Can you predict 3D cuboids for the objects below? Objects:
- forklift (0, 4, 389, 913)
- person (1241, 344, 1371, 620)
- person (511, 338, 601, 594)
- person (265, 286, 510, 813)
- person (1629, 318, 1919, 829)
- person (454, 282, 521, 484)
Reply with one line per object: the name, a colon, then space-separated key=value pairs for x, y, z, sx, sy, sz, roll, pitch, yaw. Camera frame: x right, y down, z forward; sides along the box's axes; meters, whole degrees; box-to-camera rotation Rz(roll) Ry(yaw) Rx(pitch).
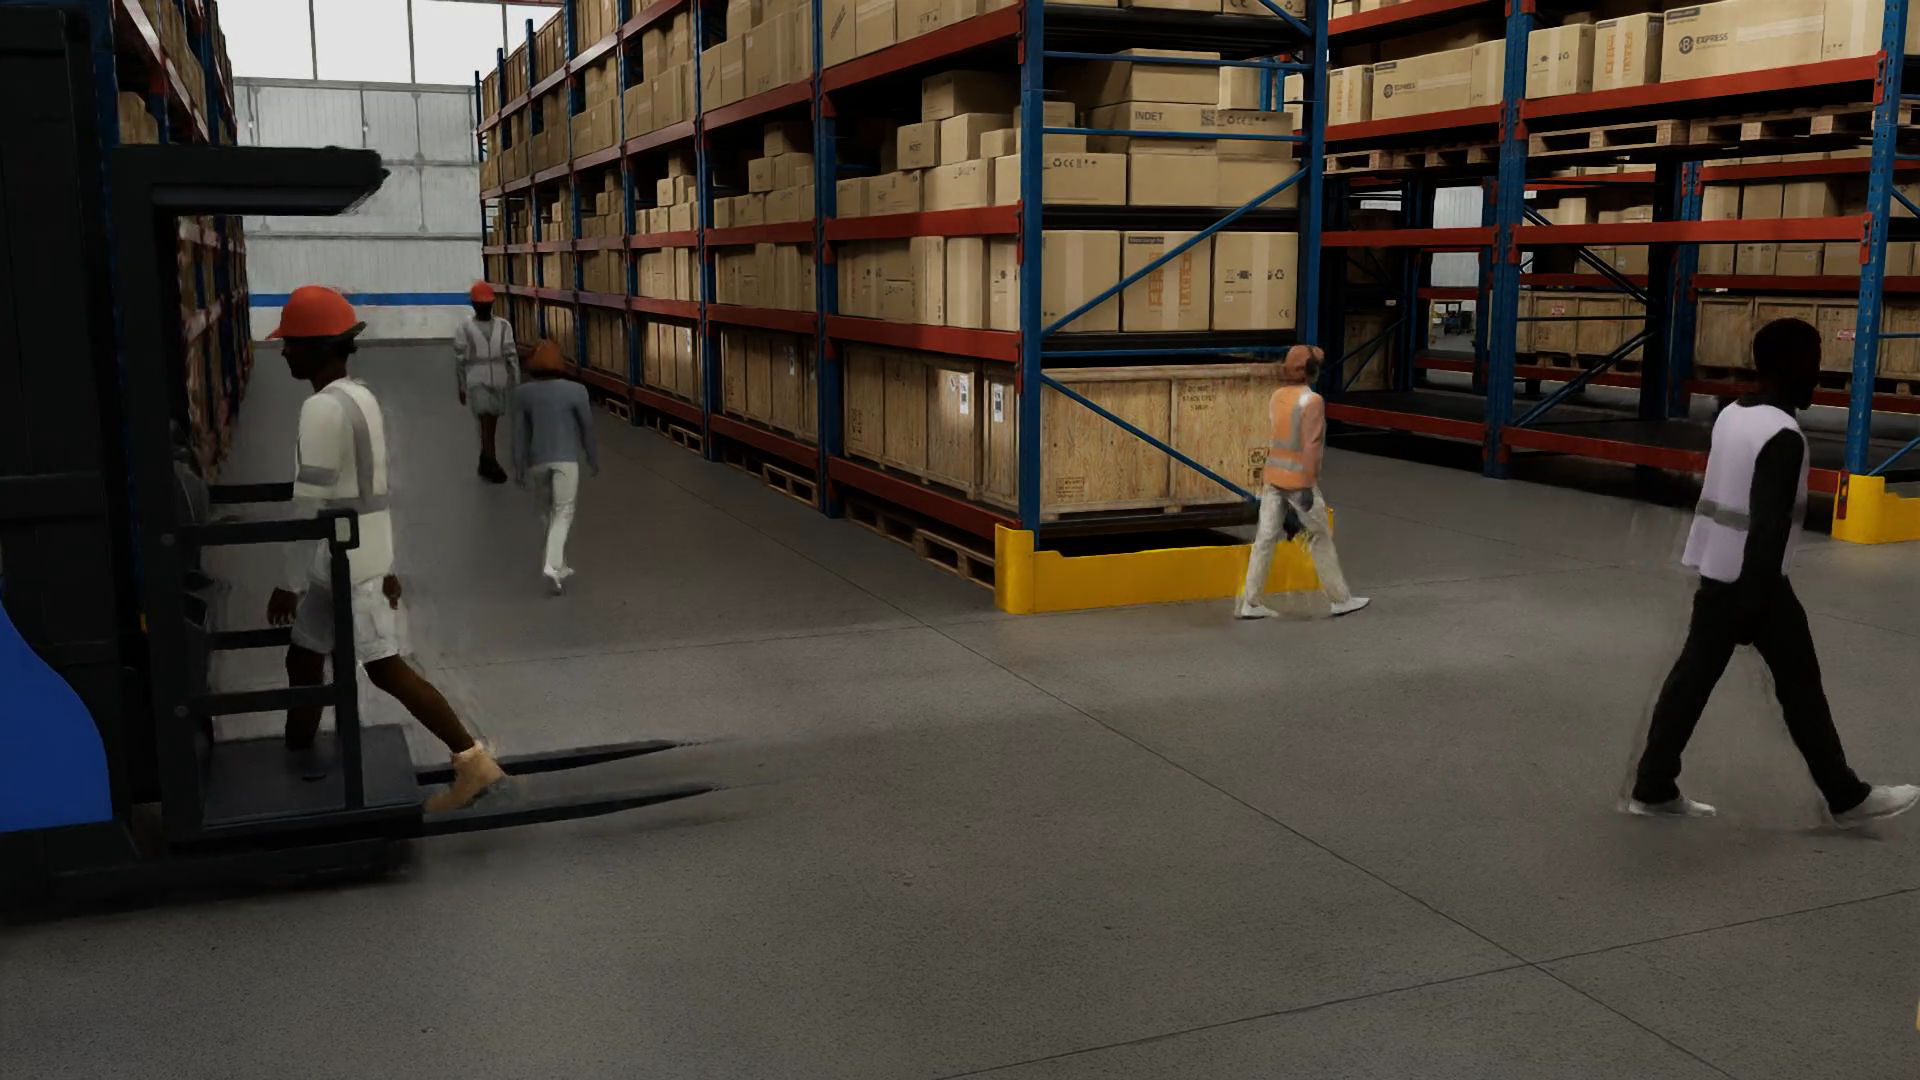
forklift: x=-2.982 y=-0.272 z=5.489 sx=1.873 sy=2.768 sz=1.129 roll=-4 pitch=10 yaw=-22
person: x=2.009 y=-0.327 z=9.651 sx=0.840 sy=1.597 sz=0.552 roll=-4 pitch=10 yaw=-21
person: x=-2.596 y=-0.479 z=10.561 sx=0.510 sy=1.601 sz=0.809 roll=1 pitch=10 yaw=4
person: x=-2.208 y=0.071 z=6.113 sx=1.052 sy=2.004 sz=0.604 roll=-2 pitch=10 yaw=-13
person: x=2.985 y=0.138 z=6.068 sx=0.983 sy=1.871 sz=0.596 roll=0 pitch=9 yaw=3
person: x=-4.491 y=-1.500 z=15.824 sx=0.565 sy=1.888 sz=0.996 roll=-6 pitch=11 yaw=-32
